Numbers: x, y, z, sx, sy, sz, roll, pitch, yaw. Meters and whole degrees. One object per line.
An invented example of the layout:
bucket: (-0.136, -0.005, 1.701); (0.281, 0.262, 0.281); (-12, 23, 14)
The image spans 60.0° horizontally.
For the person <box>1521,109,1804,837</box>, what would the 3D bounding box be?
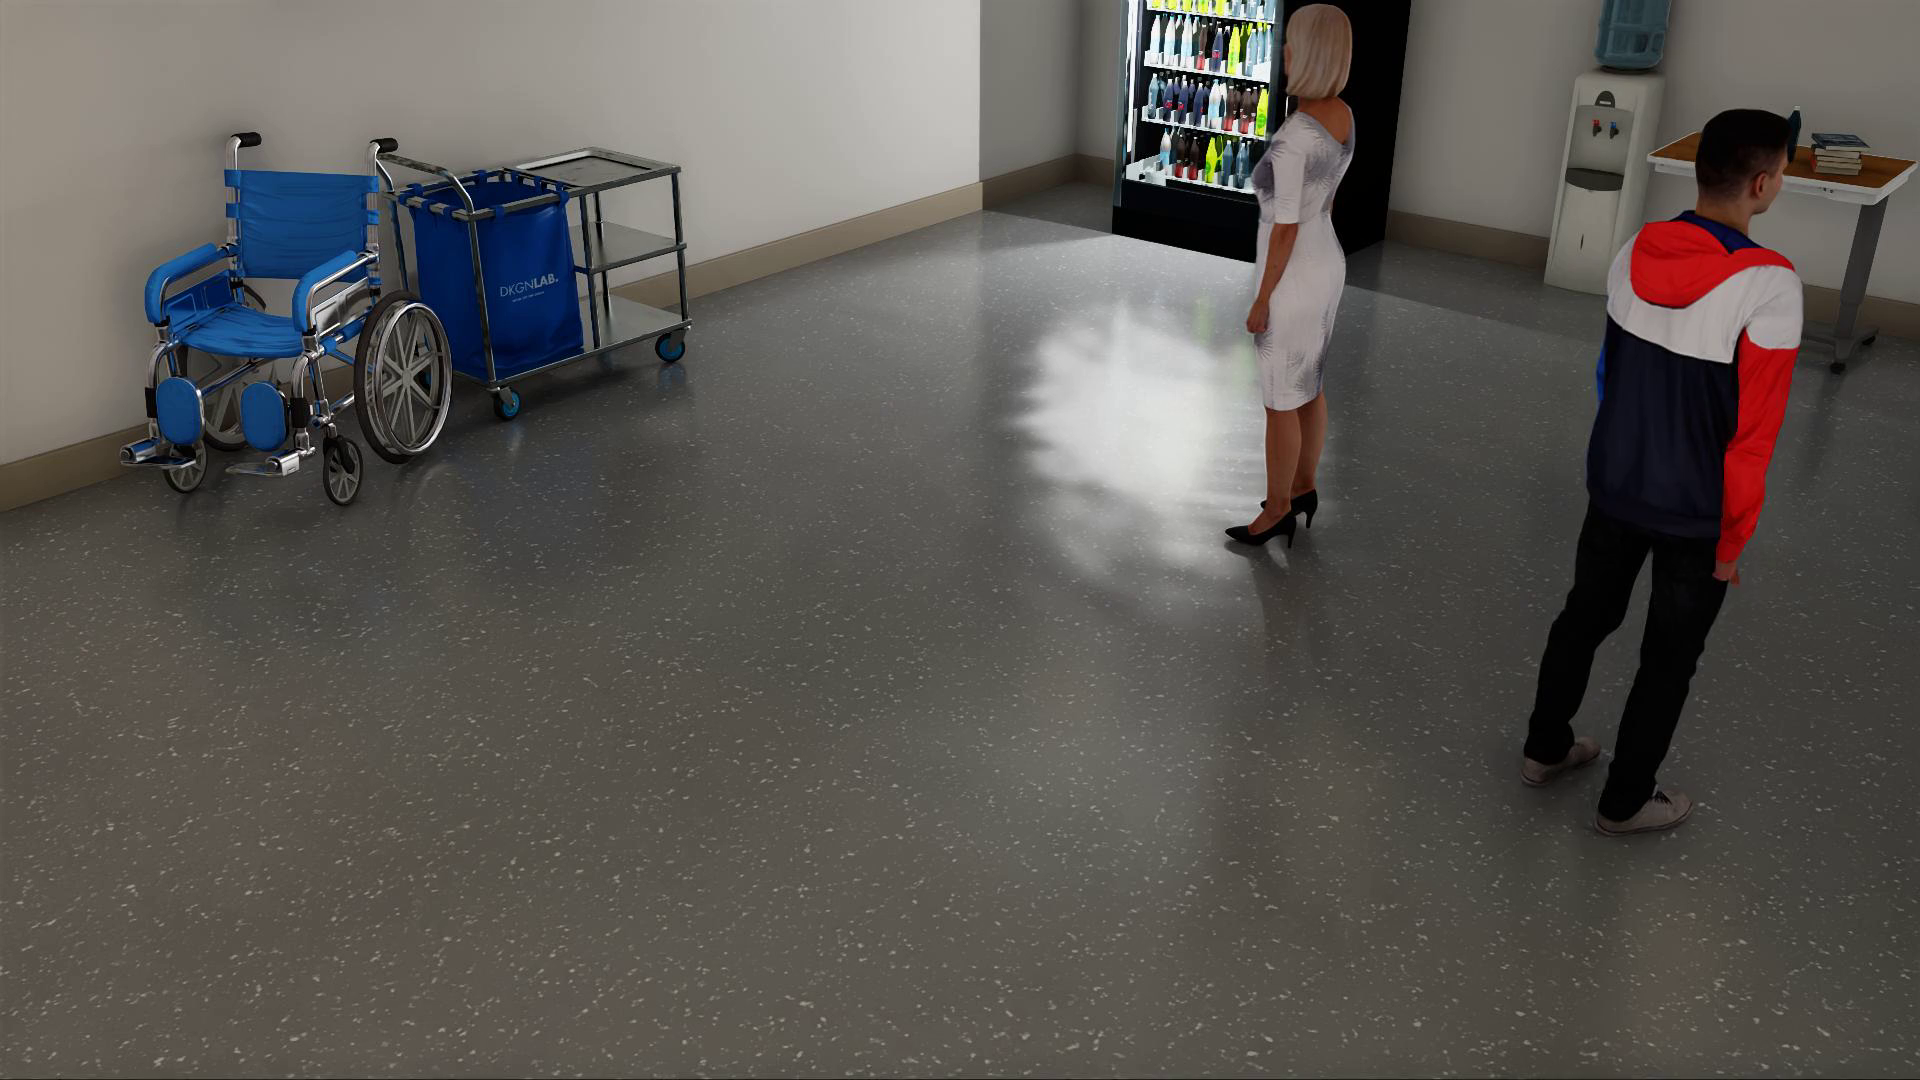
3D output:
person: (1.632, -0.115, 3.874); (0.763, 1.757, 0.607); (-15, 29, -28)

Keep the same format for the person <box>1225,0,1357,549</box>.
person: (1.087, -0.816, 5.335); (0.521, 1.752, 0.572); (17, 31, 31)
